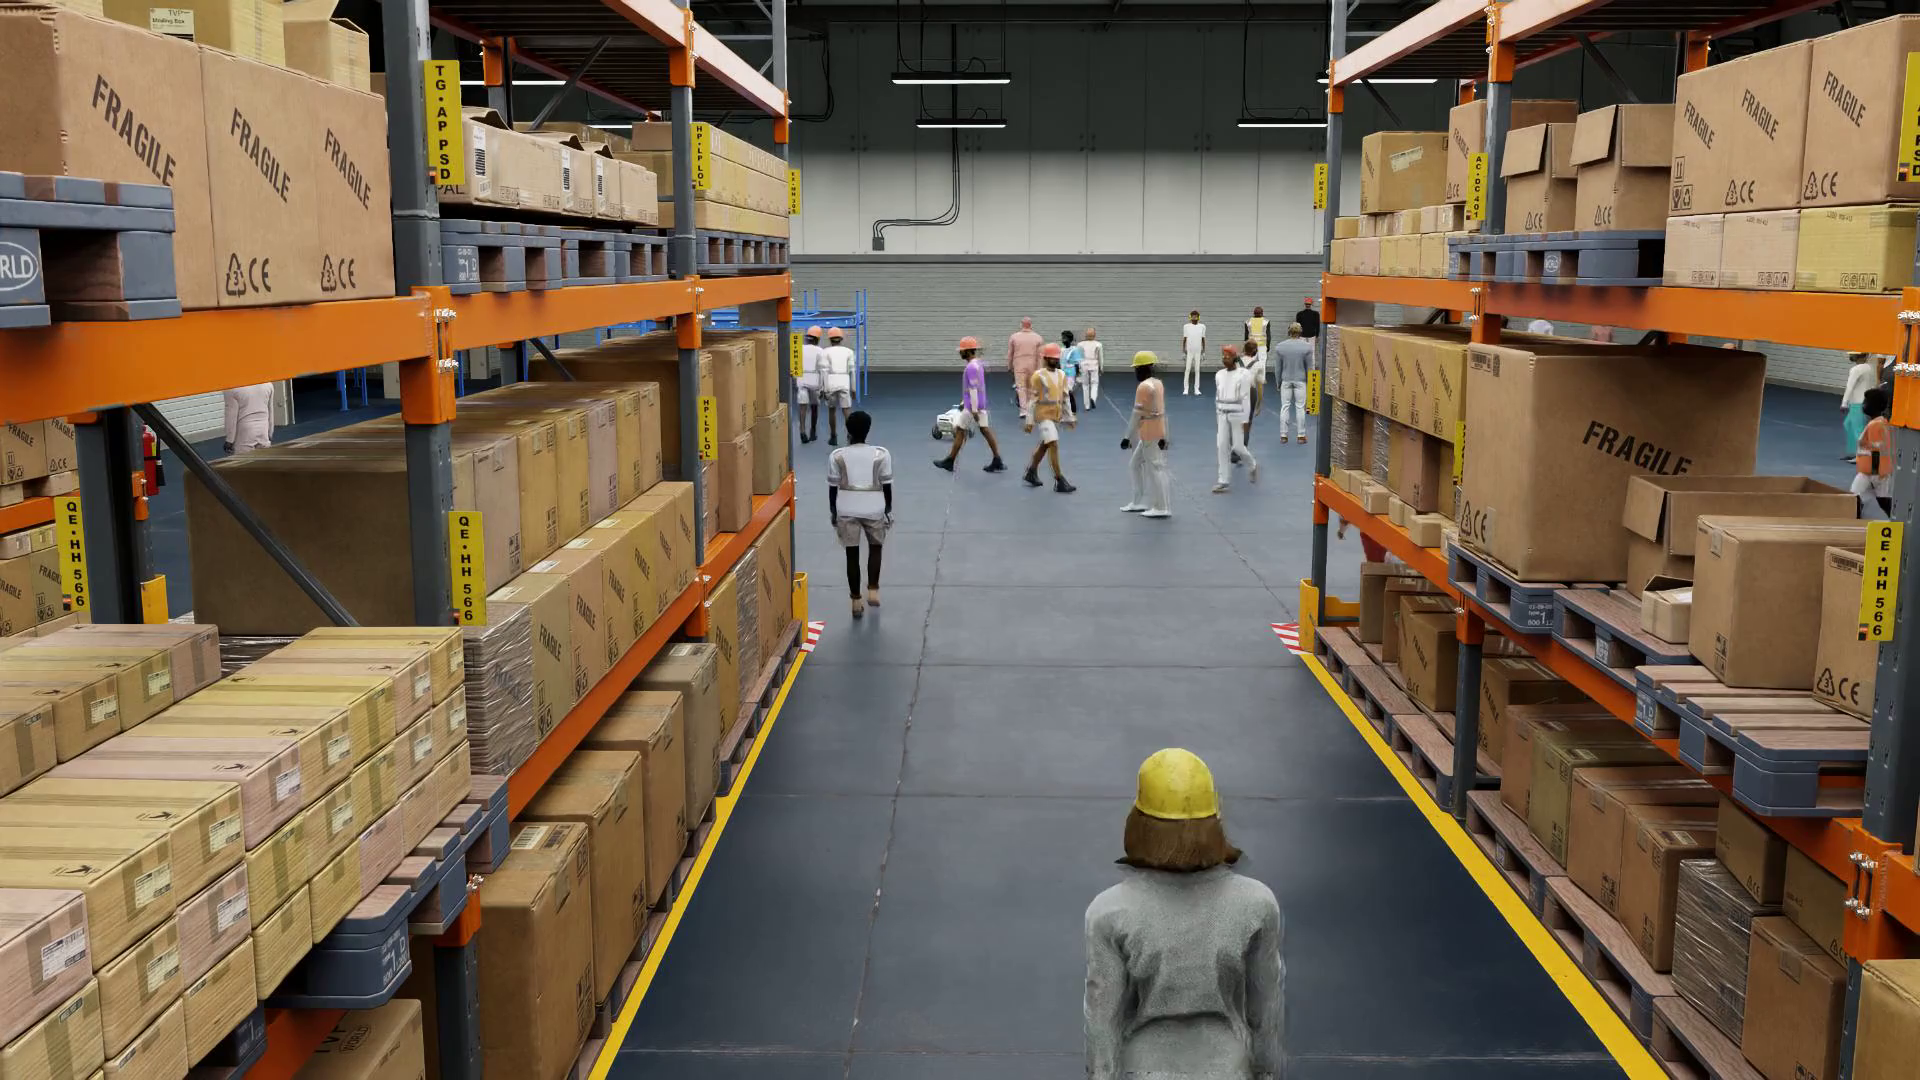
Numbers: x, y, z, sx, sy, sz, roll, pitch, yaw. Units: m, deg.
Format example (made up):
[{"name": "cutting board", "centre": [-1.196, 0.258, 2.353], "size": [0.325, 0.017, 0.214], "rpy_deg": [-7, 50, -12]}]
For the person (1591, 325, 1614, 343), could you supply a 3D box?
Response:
[{"name": "person", "centre": [15.407, -4.598, 39.904], "size": [0.538, 1.706, 0.944], "rpy_deg": [2, 10, 12]}]

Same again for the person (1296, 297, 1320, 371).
[{"name": "person", "centre": [9.077, -5.336, 43.440], "size": [0.613, 1.995, 0.391], "rpy_deg": [3, 10, 17]}]

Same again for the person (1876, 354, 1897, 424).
[{"name": "person", "centre": [15.442, -2.656, 27.383], "size": [0.683, 2.000, 0.537], "rpy_deg": [4, 10, 22]}]

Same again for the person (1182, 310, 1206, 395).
[{"name": "person", "centre": [5.158, -4.129, 36.612], "size": [0.515, 1.864, 0.336], "rpy_deg": [0, 9, 2]}]

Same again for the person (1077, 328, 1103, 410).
[{"name": "person", "centre": [2.547, -3.349, 32.665], "size": [0.518, 1.623, 0.491], "rpy_deg": [1, 10, 6]}]

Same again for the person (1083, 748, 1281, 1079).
[{"name": "person", "centre": [0.549, 1.358, 4.196], "size": [0.505, 1.716, 0.760], "rpy_deg": [0, 9, -1]}]

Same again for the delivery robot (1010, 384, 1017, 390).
[{"name": "delivery robot", "centre": [1.277, -3.166, 33.820], "size": [0.335, 0.223, 0.698], "rpy_deg": [-5, 11, -30]}]

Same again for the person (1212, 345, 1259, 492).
[{"name": "person", "centre": [3.515, -1.557, 21.191], "size": [0.689, 1.867, 0.586], "rpy_deg": [-9, 13, -44]}]

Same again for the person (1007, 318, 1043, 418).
[{"name": "person", "centre": [1.224, -3.251, 31.371], "size": [0.652, 1.855, 0.991], "rpy_deg": [-1, 9, -3]}]

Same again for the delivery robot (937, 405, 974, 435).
[{"name": "delivery robot", "centre": [-0.070, -1.987, 27.536], "size": [0.477, 0.478, 0.707], "rpy_deg": [6, 11, 33]}]

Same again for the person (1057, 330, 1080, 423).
[{"name": "person", "centre": [1.862, -2.932, 29.974], "size": [0.706, 1.670, 0.556], "rpy_deg": [-5, 11, -29]}]

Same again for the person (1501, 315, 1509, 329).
[{"name": "person", "centre": [10.502, -3.369, 32.011], "size": [0.600, 1.895, 0.807], "rpy_deg": [-2, 10, -14]}]

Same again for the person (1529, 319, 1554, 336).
[{"name": "person", "centre": [13.768, -4.559, 39.418], "size": [0.657, 1.793, 0.406], "rpy_deg": [8, 12, 39]}]

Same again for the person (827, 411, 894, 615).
[{"name": "person", "centre": [-0.826, -0.237, 13.811], "size": [0.557, 1.677, 0.526], "rpy_deg": [0, 9, -2]}]

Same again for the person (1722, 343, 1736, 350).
[{"name": "person", "centre": [12.096, -2.297, 26.321], "size": [0.497, 1.633, 0.287], "rpy_deg": [-6, 11, -33]}]

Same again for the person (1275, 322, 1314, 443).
[{"name": "person", "centre": [5.392, -2.539, 26.858], "size": [0.632, 1.940, 0.372], "rpy_deg": [4, 10, 21]}]

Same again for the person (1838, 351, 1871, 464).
[{"name": "person", "centre": [12.956, -1.985, 24.110], "size": [0.547, 1.743, 0.596], "rpy_deg": [-8, 12, -40]}]

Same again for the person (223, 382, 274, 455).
[{"name": "person", "centre": [-8.074, -1.186, 18.848], "size": [0.404, 1.911, 0.636], "rpy_deg": [5, 11, 28]}]

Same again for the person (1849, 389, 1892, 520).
[{"name": "person", "centre": [9.121, -0.690, 16.646], "size": [0.888, 1.646, 0.545], "rpy_deg": [7, 12, 36]}]

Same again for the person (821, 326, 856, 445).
[{"name": "person", "centre": [-1.902, -2.434, 26.393], "size": [0.560, 1.901, 0.793], "rpy_deg": [-3, 10, -19]}]

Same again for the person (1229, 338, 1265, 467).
[{"name": "person", "centre": [4.037, -1.951, 23.674], "size": [0.553, 1.826, 0.471], "rpy_deg": [3, 10, 15]}]

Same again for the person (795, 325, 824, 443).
[{"name": "person", "centre": [-2.433, -2.523, 26.915], "size": [0.549, 1.895, 0.942], "rpy_deg": [1, 10, 5]}]

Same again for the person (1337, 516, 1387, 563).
[{"name": "person", "centre": [3.333, -0.133, 13.165], "size": [0.558, 1.720, 0.851], "rpy_deg": [-4, 10, -23]}]

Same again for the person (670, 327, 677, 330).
[{"name": "person", "centre": [-5.079, -2.933, 29.523], "size": [0.911, 1.826, 0.566], "rpy_deg": [1, 9, 3]}]

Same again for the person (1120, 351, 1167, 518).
[{"name": "person", "centre": [2.069, -1.208, 19.029], "size": [0.739, 1.895, 0.586], "rpy_deg": [3, 10, 19]}]

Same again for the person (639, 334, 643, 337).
[{"name": "person", "centre": [-4.132, -1.768, 22.210], "size": [0.606, 1.962, 0.938], "rpy_deg": [-2, 10, -13]}]

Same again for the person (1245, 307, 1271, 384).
[{"name": "person", "centre": [7.152, -4.679, 39.969], "size": [0.625, 1.844, 0.429], "rpy_deg": [3, 10, 16]}]

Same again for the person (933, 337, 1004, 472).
[{"name": "person", "centre": [0.155, -1.879, 23.118], "size": [1.023, 1.883, 0.555], "rpy_deg": [3, 10, 17]}]

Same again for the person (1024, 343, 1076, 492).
[{"name": "person", "centre": [1.130, -1.589, 21.368], "size": [0.568, 1.889, 1.014], "rpy_deg": [-8, 13, -41]}]
